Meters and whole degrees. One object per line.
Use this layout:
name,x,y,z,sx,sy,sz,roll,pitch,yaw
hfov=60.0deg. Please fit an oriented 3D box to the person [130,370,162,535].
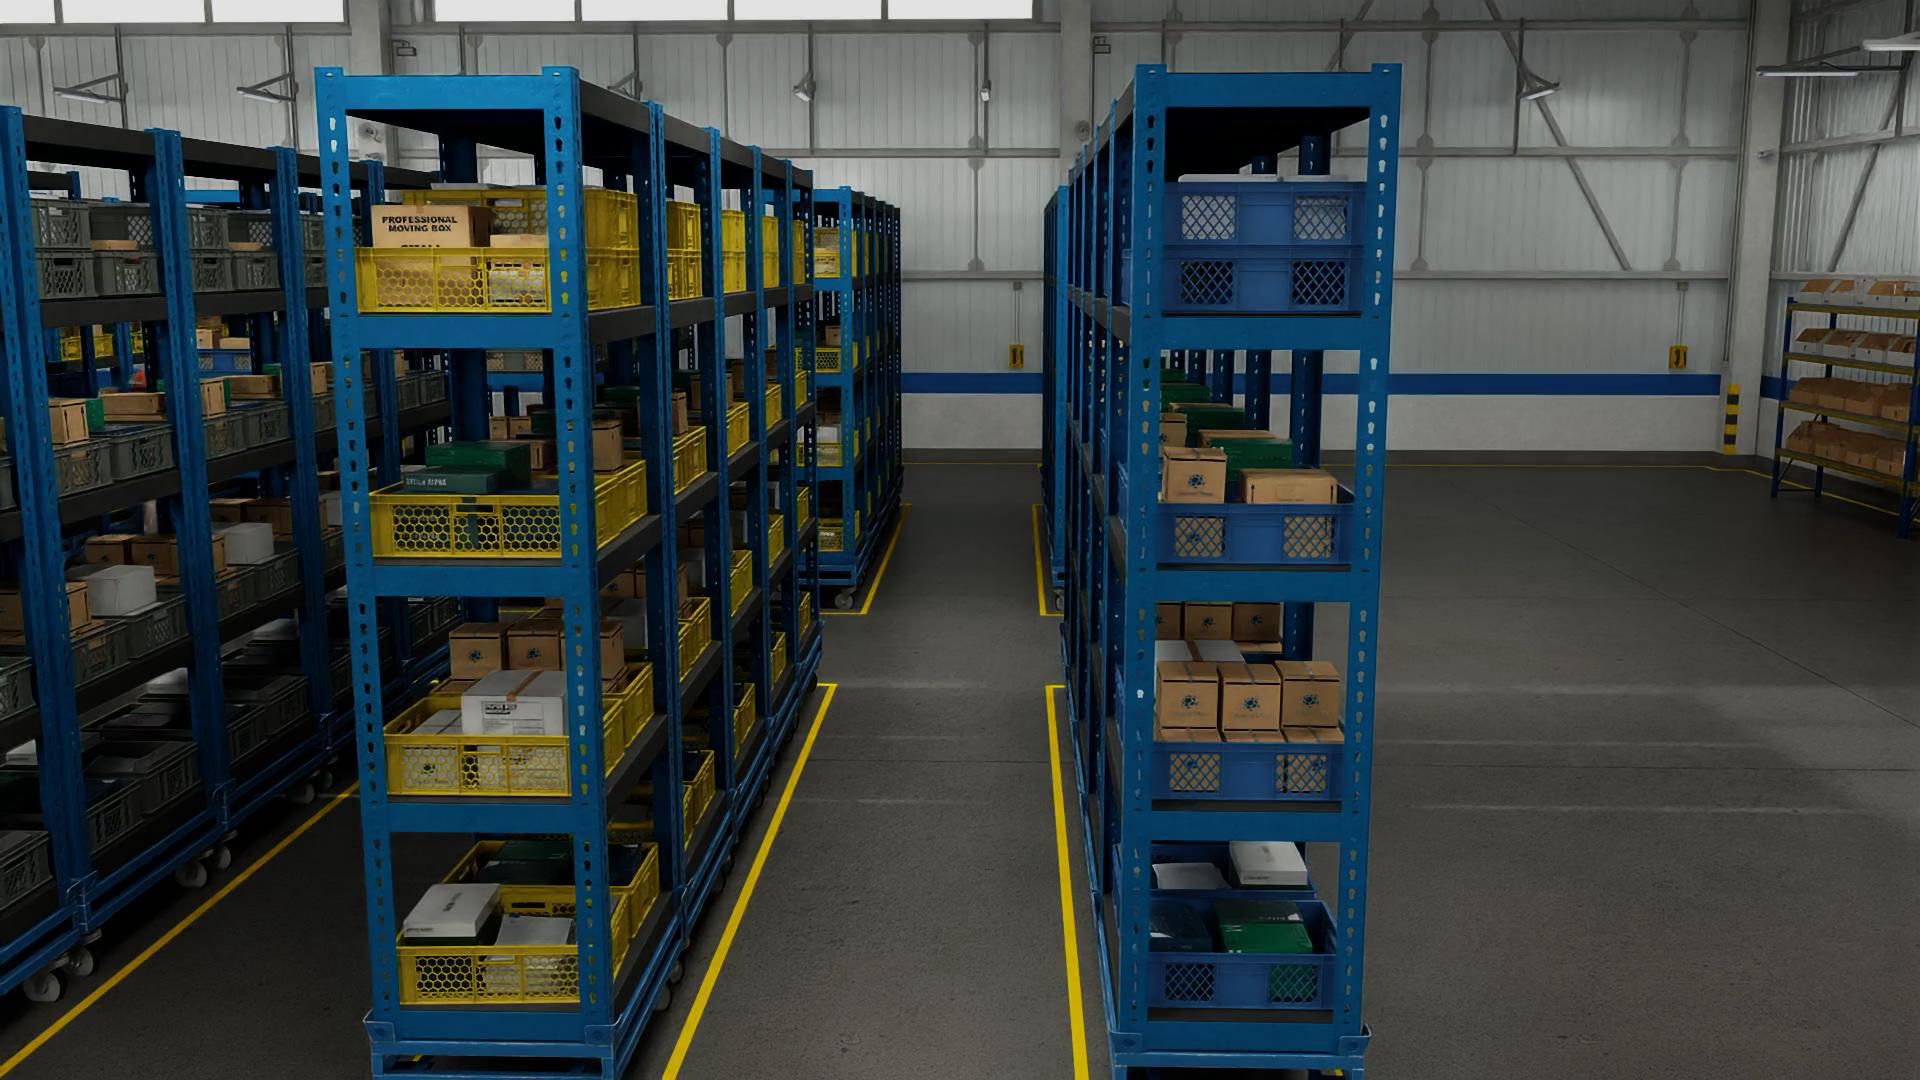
person,-7.581,-0.615,15.692,0.607,1.962,0.709,3,10,14
